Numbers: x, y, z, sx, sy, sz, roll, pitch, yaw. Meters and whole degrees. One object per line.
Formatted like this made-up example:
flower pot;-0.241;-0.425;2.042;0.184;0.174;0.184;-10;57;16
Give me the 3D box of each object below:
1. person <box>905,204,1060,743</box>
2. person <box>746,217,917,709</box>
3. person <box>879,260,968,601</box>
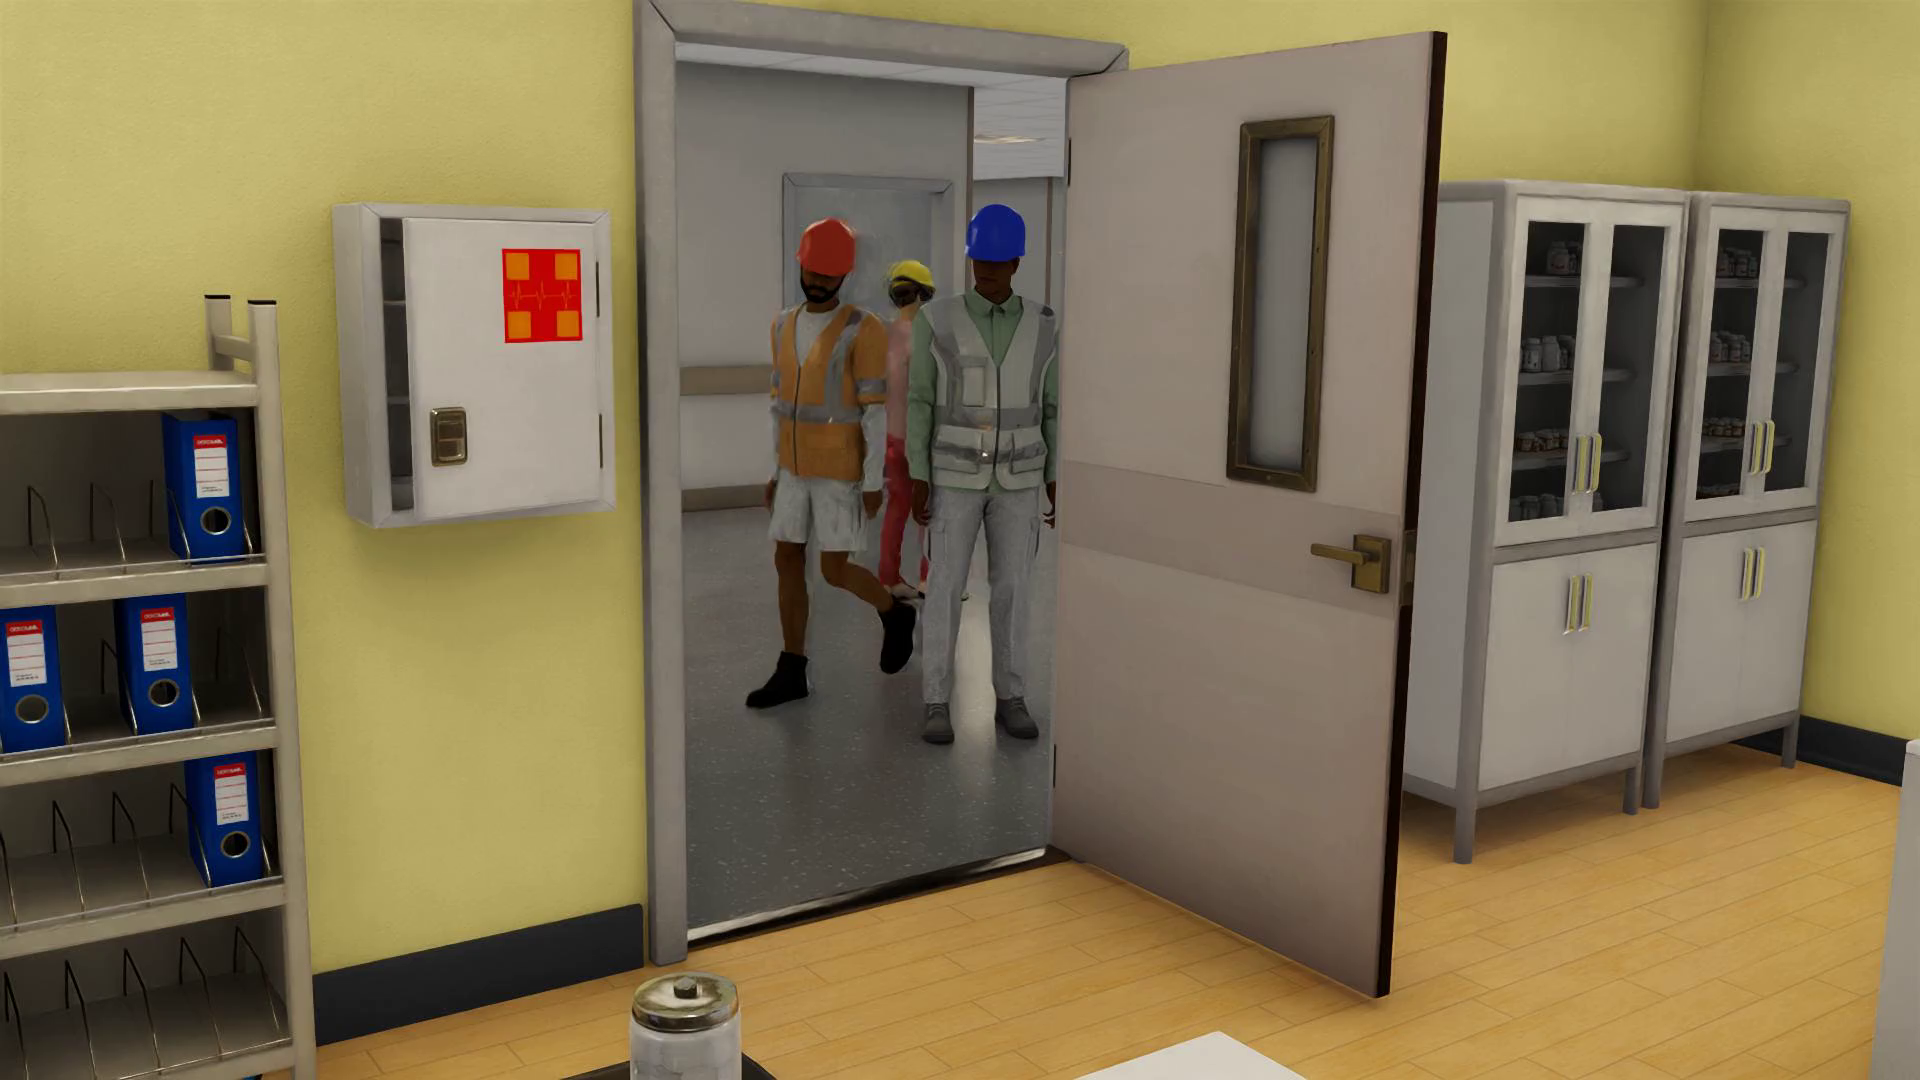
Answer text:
person;0.098;-0.230;6.046;0.602;1.941;0.402;-1;10;-12
person;-0.490;-0.298;6.541;0.538;1.906;0.706;8;12;38
person;-0.164;-0.540;8.464;0.536;1.733;0.547;-4;10;-25
